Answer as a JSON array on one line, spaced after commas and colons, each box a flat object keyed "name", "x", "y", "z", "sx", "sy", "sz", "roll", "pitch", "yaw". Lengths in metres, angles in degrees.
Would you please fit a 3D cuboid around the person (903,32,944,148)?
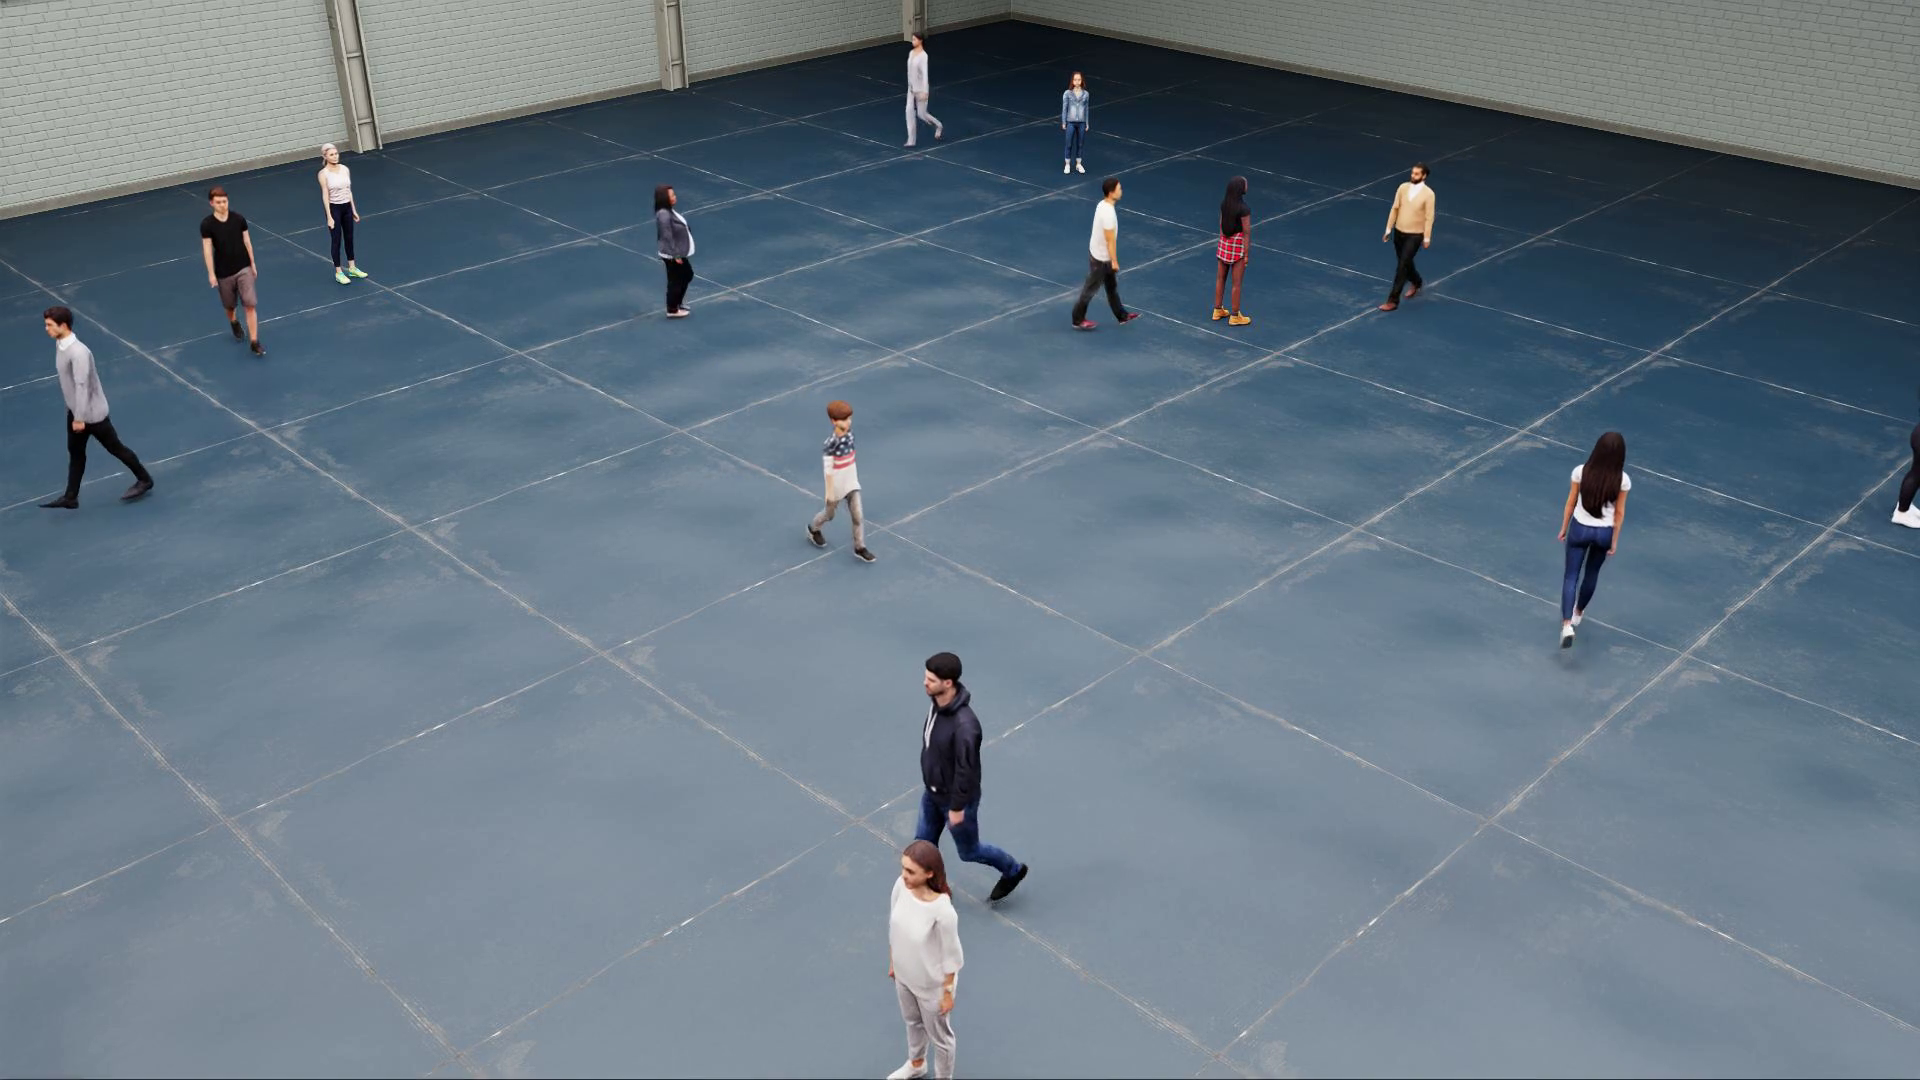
[{"name": "person", "x": -0.595, "y": -7.078, "z": 26.130, "sx": 0.990, "sy": 1.751, "sz": 0.645, "roll": -21, "pitch": 35, "yaw": -34}]

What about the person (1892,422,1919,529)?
[{"name": "person", "x": 8.553, "y": -0.903, "z": 14.655, "sx": 0.717, "sy": 1.638, "sz": 0.592, "roll": 16, "pitch": 32, "yaw": 27}]

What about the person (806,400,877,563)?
[{"name": "person", "x": -1.064, "y": -0.514, "z": 14.163, "sx": 0.611, "sy": 1.413, "sz": 0.897, "roll": 23, "pitch": 36, "yaw": 36}]

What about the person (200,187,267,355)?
[{"name": "person", "x": -8.051, "y": -3.004, "z": 18.388, "sx": 1.169, "sy": 1.838, "sz": 0.909, "roll": -16, "pitch": 32, "yaw": -27}]

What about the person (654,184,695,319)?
[{"name": "person", "x": -3.392, "y": -3.328, "z": 19.267, "sx": 0.853, "sy": 1.583, "sz": 0.805, "roll": -3, "pitch": 28, "yaw": -6}]

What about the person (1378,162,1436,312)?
[{"name": "person", "x": 5.350, "y": -3.607, "z": 19.641, "sx": 1.194, "sy": 1.725, "sz": 0.749, "roll": -20, "pitch": 34, "yaw": -33}]

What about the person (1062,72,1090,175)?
[{"name": "person", "x": 1.726, "y": -6.244, "z": 24.854, "sx": 0.613, "sy": 1.477, "sz": 0.702, "roll": -5, "pitch": 28, "yaw": -8}]

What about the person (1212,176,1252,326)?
[{"name": "person", "x": 3.144, "y": -3.340, "z": 19.134, "sx": 0.626, "sy": 1.728, "sz": 0.636, "roll": -20, "pitch": 34, "yaw": -33}]

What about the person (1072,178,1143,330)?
[{"name": "person", "x": 1.511, "y": -3.224, "z": 18.878, "sx": 1.127, "sy": 1.765, "sz": 1.081, "roll": 0, "pitch": 28, "yaw": -1}]

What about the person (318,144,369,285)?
[{"name": "person", "x": -7.639, "y": -4.038, "z": 20.474, "sx": 0.717, "sy": 1.701, "sz": 0.555, "roll": 15, "pitch": 32, "yaw": 26}]

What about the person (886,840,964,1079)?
[{"name": "person", "x": -0.183, "y": 2.250, "z": 8.680, "sx": 0.598, "sy": 1.688, "sz": 0.515, "roll": 24, "pitch": 36, "yaw": 38}]

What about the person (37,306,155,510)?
[{"name": "person", "x": -7.732, "y": -1.182, "z": 14.932, "sx": 0.779, "sy": 1.869, "sz": 1.208, "roll": 23, "pitch": 36, "yaw": 37}]

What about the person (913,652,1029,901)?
[{"name": "person", "x": 0.049, "y": 1.485, "z": 9.937, "sx": 1.194, "sy": 1.858, "sz": 0.939, "roll": -12, "pitch": 30, "yaw": -21}]

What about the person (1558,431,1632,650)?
[{"name": "person", "x": 4.836, "y": 0.020, "z": 12.801, "sx": 0.893, "sy": 1.751, "sz": 1.171, "roll": 11, "pitch": 30, "yaw": 19}]
